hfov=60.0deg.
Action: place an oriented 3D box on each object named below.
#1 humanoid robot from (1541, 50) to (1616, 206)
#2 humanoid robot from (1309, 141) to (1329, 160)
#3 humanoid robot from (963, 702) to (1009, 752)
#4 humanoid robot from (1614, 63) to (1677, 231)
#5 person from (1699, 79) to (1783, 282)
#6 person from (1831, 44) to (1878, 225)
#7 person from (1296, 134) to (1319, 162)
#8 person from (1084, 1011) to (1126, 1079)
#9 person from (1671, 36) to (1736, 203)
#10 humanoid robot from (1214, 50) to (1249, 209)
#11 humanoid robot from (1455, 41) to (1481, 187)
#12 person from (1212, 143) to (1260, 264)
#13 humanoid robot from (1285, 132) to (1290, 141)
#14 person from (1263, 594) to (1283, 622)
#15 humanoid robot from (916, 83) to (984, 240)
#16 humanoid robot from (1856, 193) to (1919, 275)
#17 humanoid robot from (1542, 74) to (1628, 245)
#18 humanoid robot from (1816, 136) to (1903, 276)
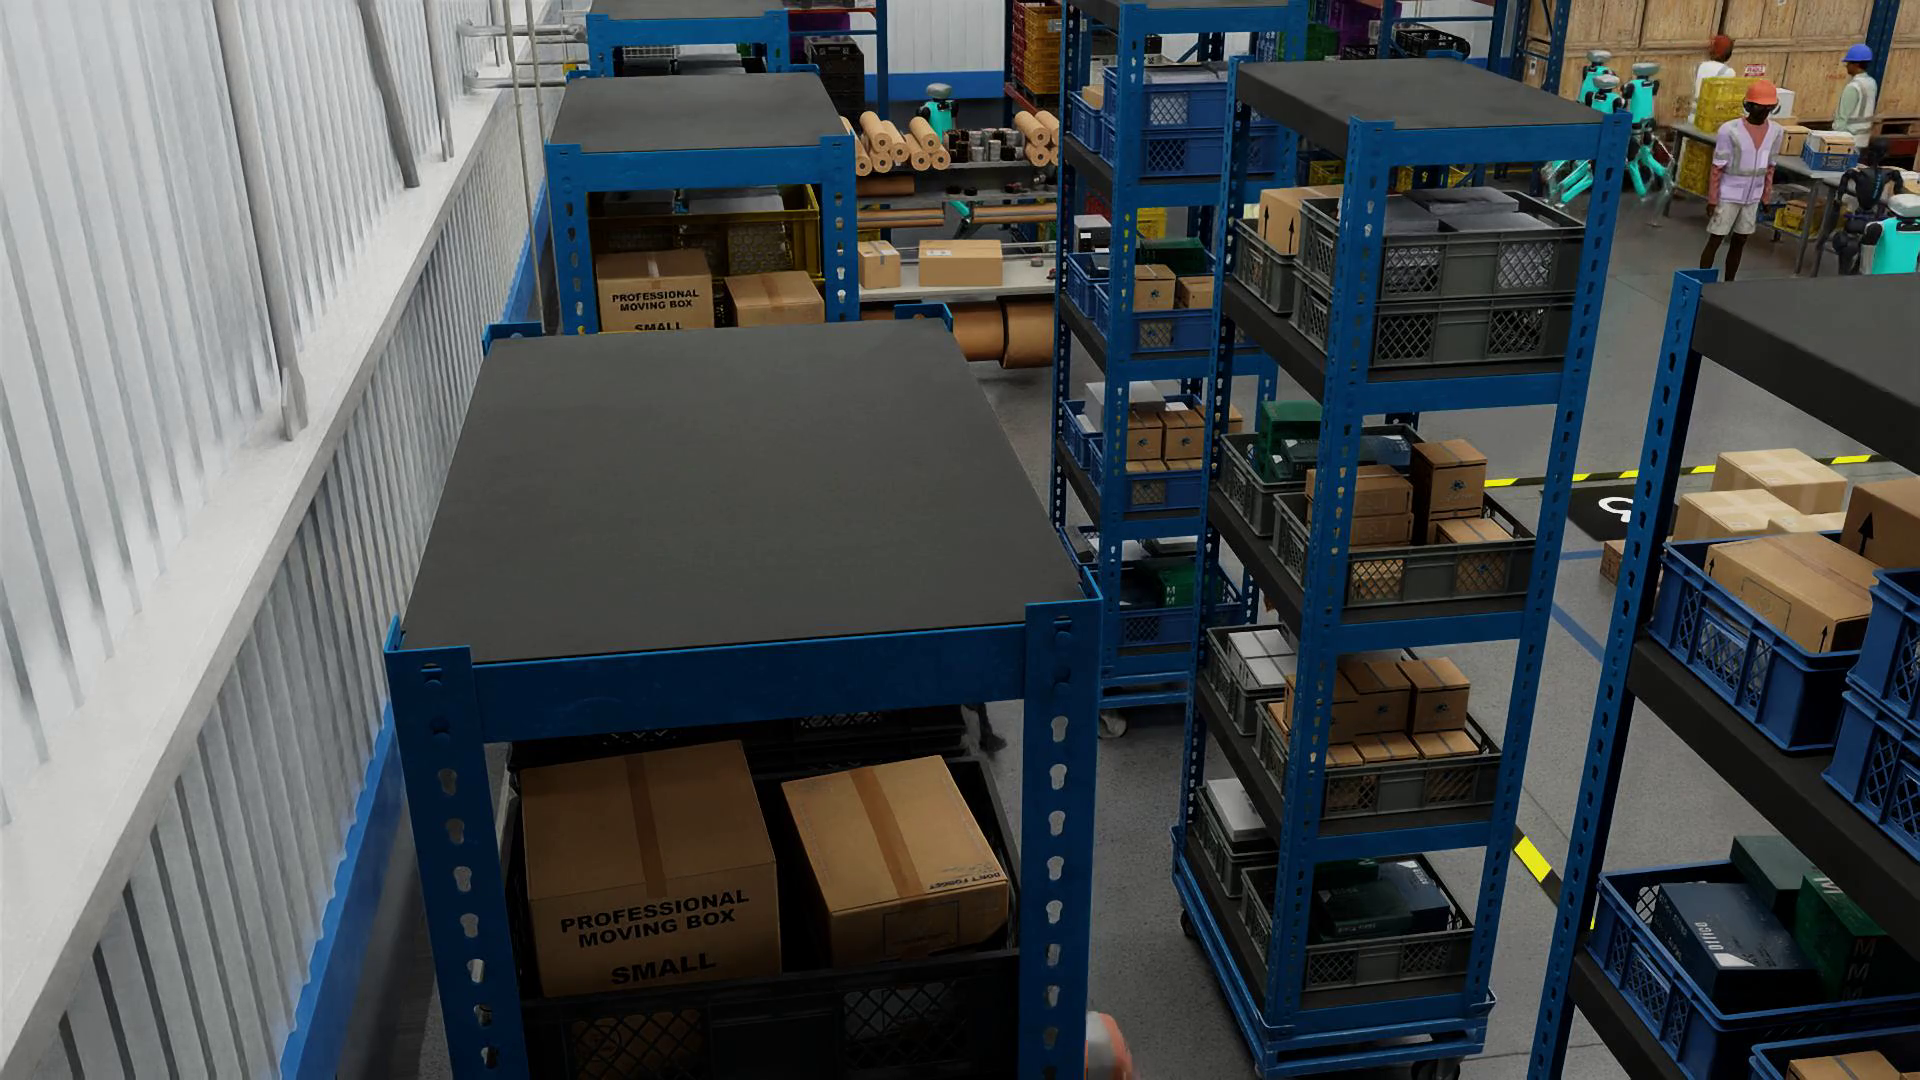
[{"bbox_3d":[6.597,-4.418,18.151,0.860,1.778,0.587,-3,25,-7],"label":"humanoid robot"},{"bbox_3d":[4.032,-4.496,18.407,0.687,1.632,0.591,-1,25,-2],"label":"humanoid robot"},{"bbox_3d":[0.120,0.214,8.201,0.607,1.627,0.775,-12,27,-25],"label":"humanoid robot"},{"bbox_3d":[7.185,-3.996,17.254,0.530,1.771,0.904,-16,29,-31],"label":"humanoid robot"},{"bbox_3d":[6.969,-3.068,14.845,0.605,2.045,0.376,-3,25,-6],"label":"person"},{"bbox_3d":[9.260,-4.176,17.383,0.432,1.933,0.691,22,33,39],"label":"person"},{"bbox_3d":[3.913,-4.750,18.785,0.607,1.813,0.448,11,27,22],"label":"person"},{"bbox_3d":[0.125,1.738,4.542,0.640,1.915,0.966,-7,26,-15],"label":"person"},{"bbox_3d":[8.425,-4.703,18.653,0.978,1.833,0.582,-11,27,-22],"label":"person"},{"bbox_3d":[2.898,-4.377,18.177,0.765,1.873,0.538,-6,25,-13],"label":"humanoid robot"},{"bbox_3d":[5.762,-4.954,19.364,0.599,1.657,0.315,9,26,19],"label":"humanoid robot"},{"bbox_3d":[2.355,-2.334,13.509,0.633,1.826,0.688,3,25,6],"label":"person"},{"bbox_3d":[3.539,-4.556,18.517,0.369,1.652,0.593,-3,25,-8],"label":"humanoid robot"},{"bbox_3d":[1.734,0.191,7.989,0.590,1.852,0.371,-2,25,-3],"label":"person"},{"bbox_3d":[-0.023,-3.516,16.029,0.735,1.673,0.533,19,31,36],"label":"humanoid robot"},{"bbox_3d":[6.638,-1.545,11.734,0.533,1.681,0.735,0,25,0],"label":"humanoid robot"},{"bbox_3d":[6.150,-3.759,16.594,0.742,1.693,0.531,-8,26,-17],"label":"humanoid robot"},{"bbox_3d":[7.856,-2.675,14.507,0.599,1.652,0.762,2,25,5],"label":"humanoid robot"}]
